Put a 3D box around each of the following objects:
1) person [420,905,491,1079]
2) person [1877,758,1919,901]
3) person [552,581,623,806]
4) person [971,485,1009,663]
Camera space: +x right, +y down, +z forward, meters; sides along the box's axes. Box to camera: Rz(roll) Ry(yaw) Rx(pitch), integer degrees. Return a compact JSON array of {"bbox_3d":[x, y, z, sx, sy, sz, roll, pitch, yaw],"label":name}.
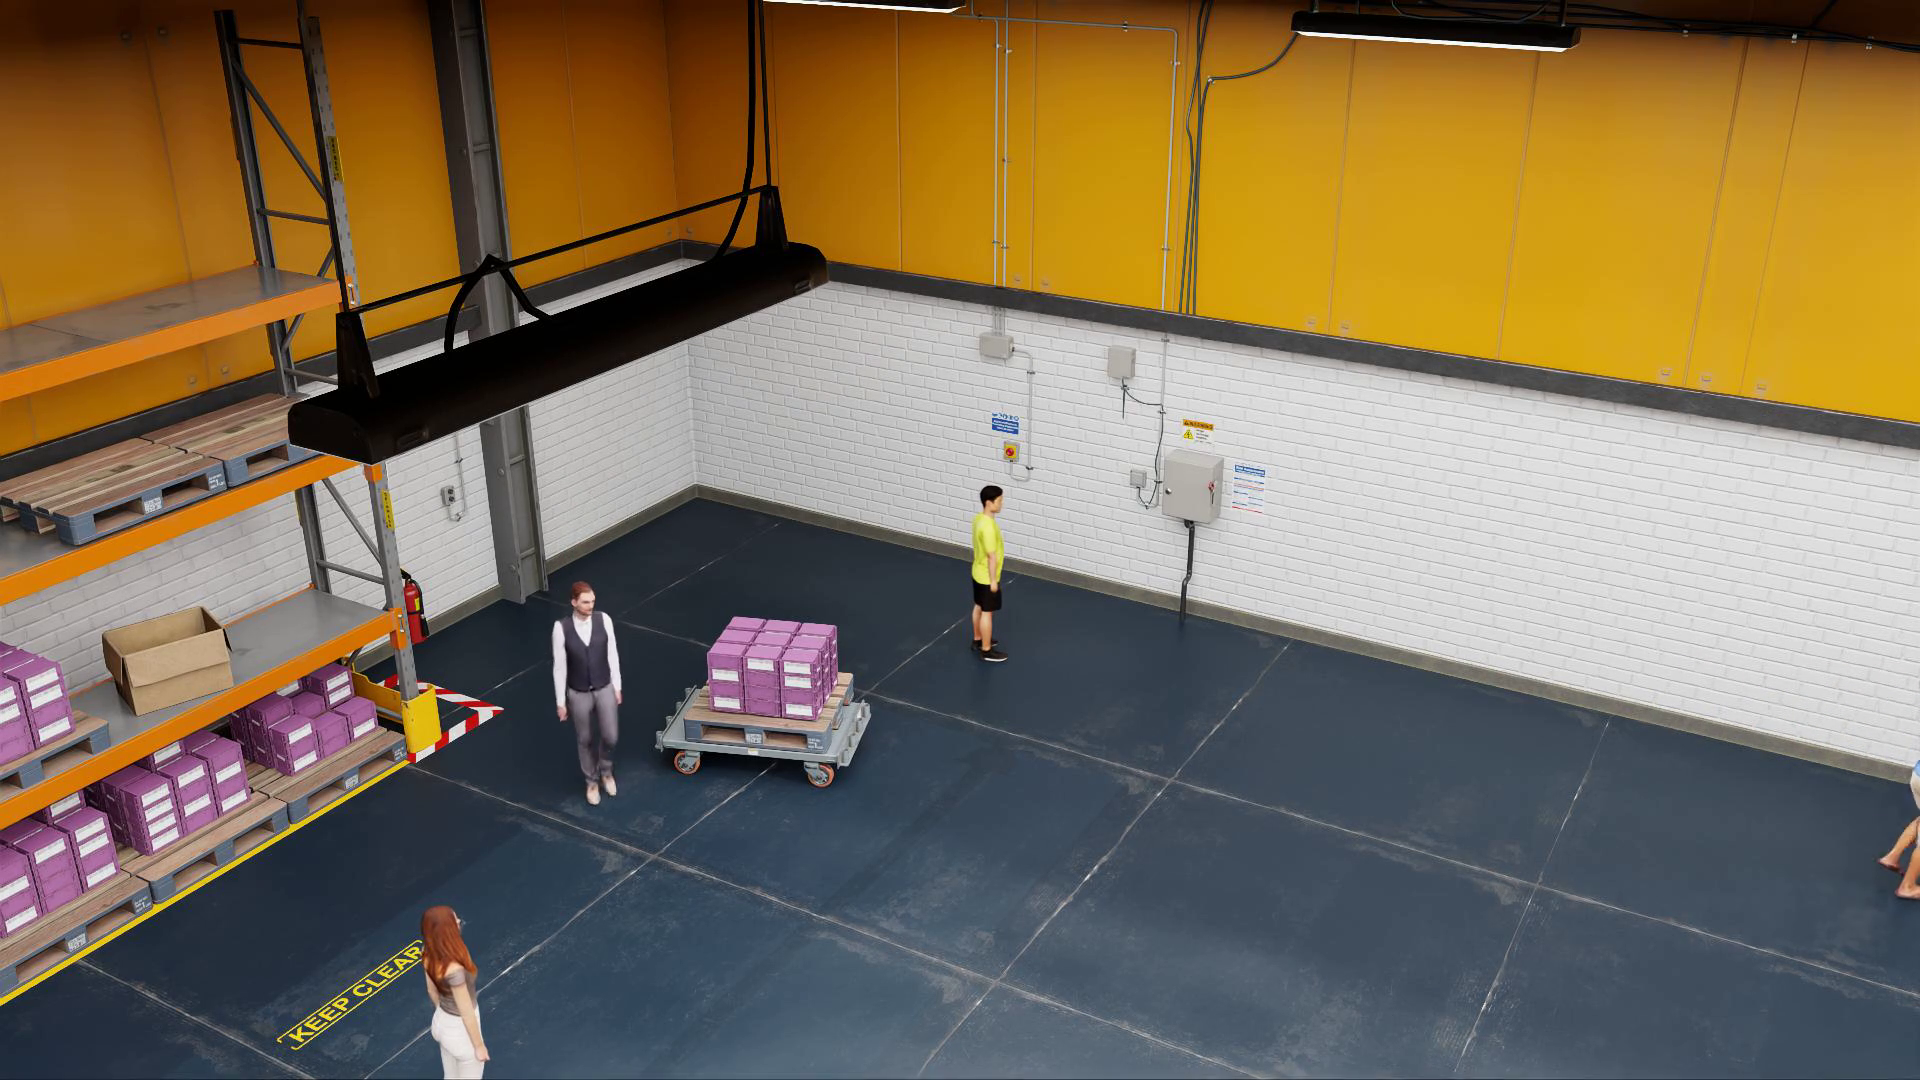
[{"bbox_3d":[-2.920,2.851,9.641,0.598,1.724,0.631,-22,32,-40],"label":"person"},{"bbox_3d":[6.965,1.761,11.979,0.879,1.849,0.806,-1,24,-3],"label":"person"},{"bbox_3d":[-2.969,1.157,13.264,0.775,1.927,0.855,-9,25,-19],"label":"person"},{"bbox_3d":[0.244,0.295,15.511,0.750,1.706,0.686,-6,24,-12],"label":"person"}]
